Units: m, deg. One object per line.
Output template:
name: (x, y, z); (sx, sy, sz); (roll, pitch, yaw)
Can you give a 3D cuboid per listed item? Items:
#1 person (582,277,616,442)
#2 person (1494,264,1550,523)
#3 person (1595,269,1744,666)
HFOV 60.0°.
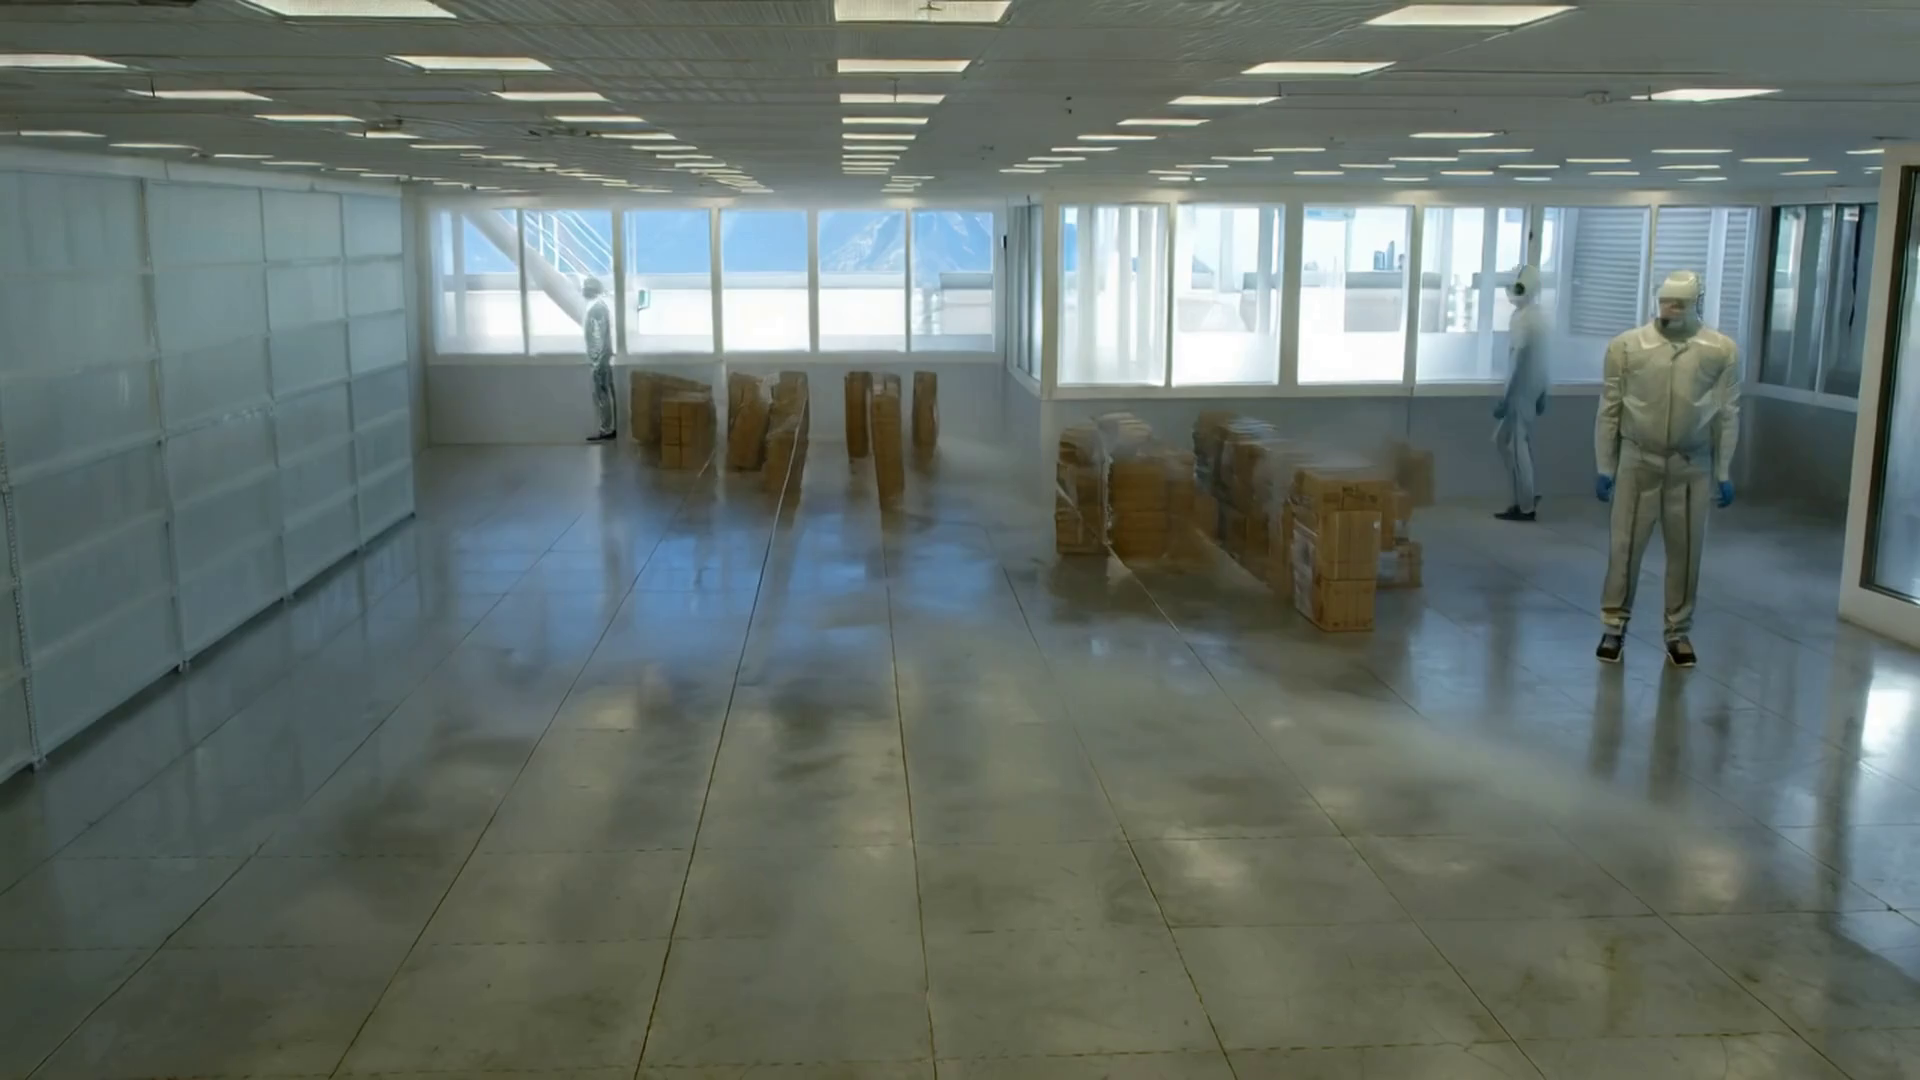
person: (-3.608, -1.799, 16.624); (0.279, 1.633, 0.498); (0, 11, 2)
person: (4.023, -1.039, 11.938); (0.439, 1.851, 0.561); (9, 14, 42)
person: (3.400, -0.339, 8.018); (0.646, 1.907, 0.401); (3, 11, 17)
